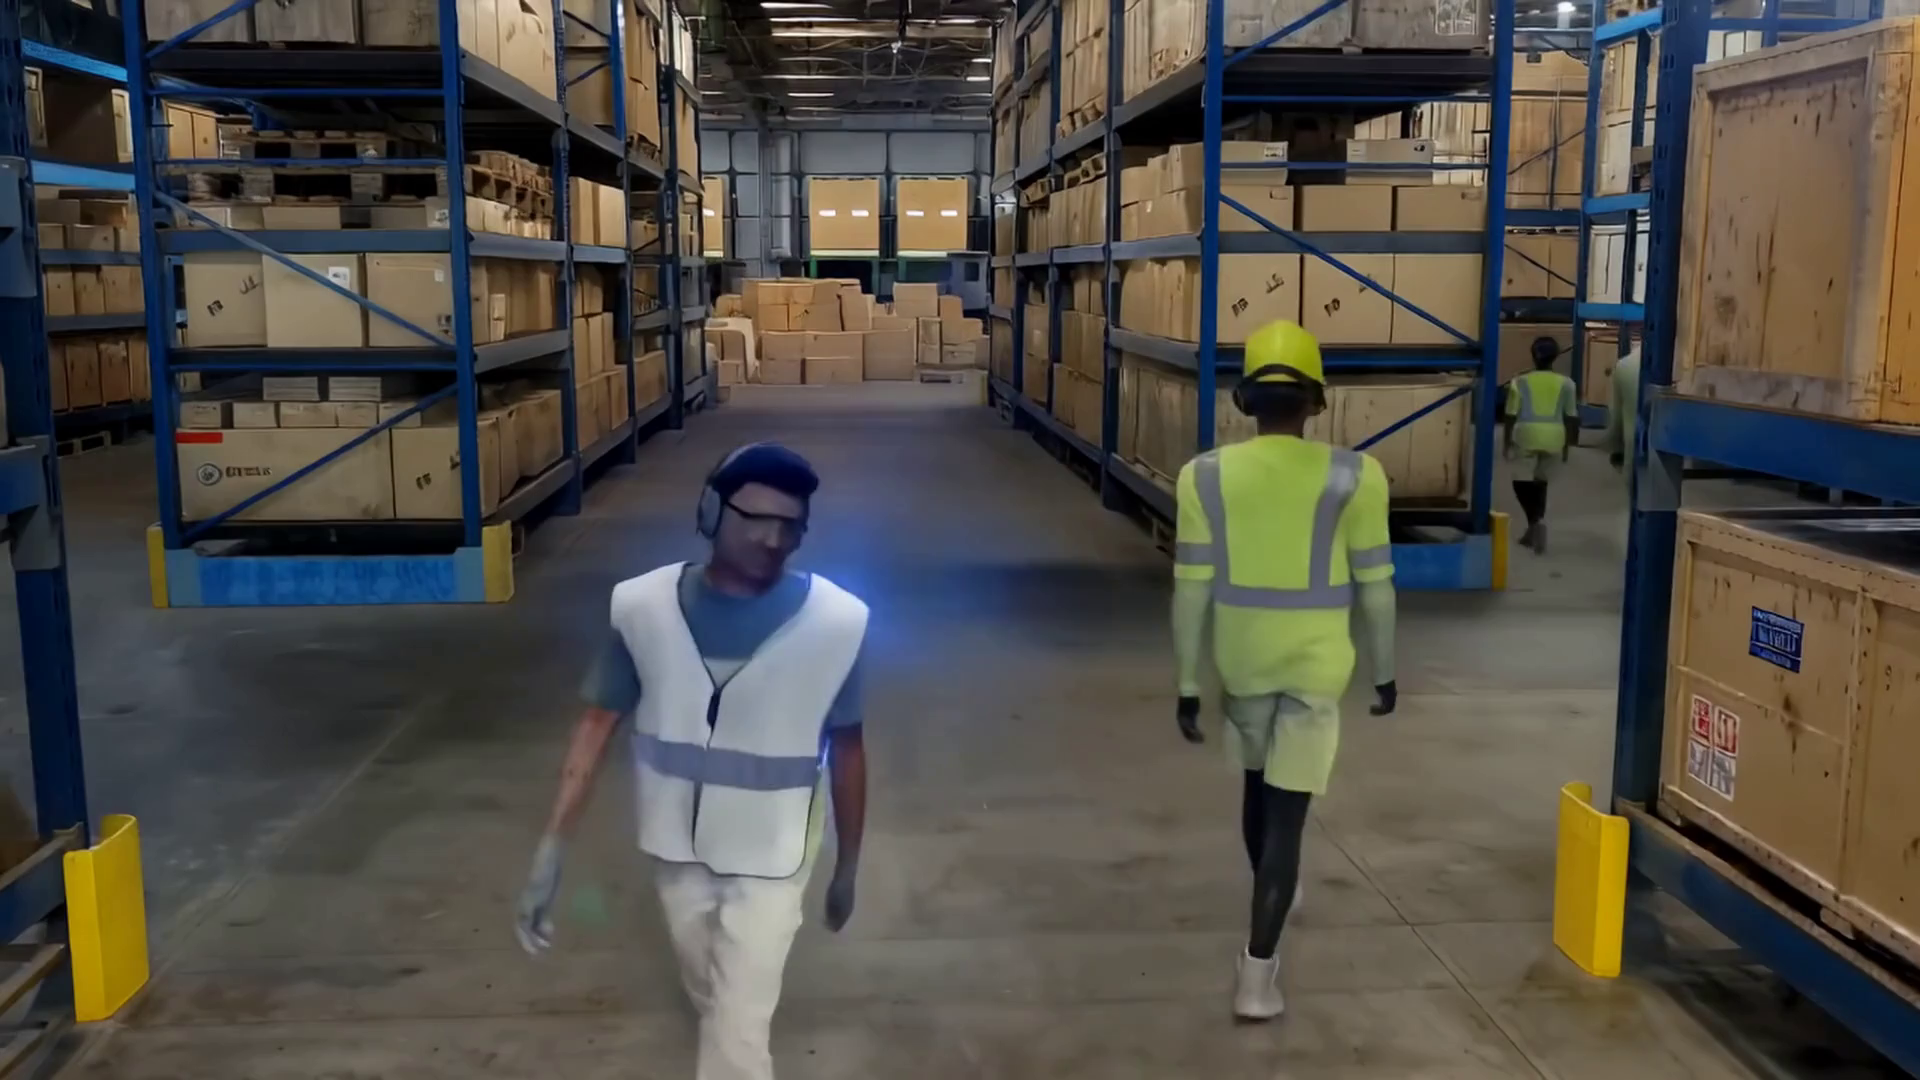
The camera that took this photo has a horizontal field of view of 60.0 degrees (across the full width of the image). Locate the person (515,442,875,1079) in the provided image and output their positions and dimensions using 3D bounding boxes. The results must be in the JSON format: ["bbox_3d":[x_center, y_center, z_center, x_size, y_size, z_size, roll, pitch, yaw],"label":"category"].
[{"bbox_3d":[-0.509,0.679,3.506,0.664,1.788,0.976,2,9,10],"label":"person"}]

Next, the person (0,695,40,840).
[{"bbox_3d":[-3.410,0.345,5.393,0.984,1.862,0.645,-1,9,-8],"label":"person"}]

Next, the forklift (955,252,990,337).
[{"bbox_3d":[0.345,-7.378,50.655,1.129,2.768,1.873,-2,9,-10],"label":"forklift"}]

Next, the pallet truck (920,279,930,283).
[{"bbox_3d":[-0.932,-8.922,63.114,1.885,1.965,0.823,2,9,13],"label":"pallet truck"}]

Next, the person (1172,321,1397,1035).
[{"bbox_3d":[0.940,0.363,4.886,0.611,1.993,1.073,5,10,27],"label":"person"}]

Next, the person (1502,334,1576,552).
[{"bbox_3d":[4.428,-0.730,12.683,0.538,1.672,0.696,0,9,0],"label":"person"}]

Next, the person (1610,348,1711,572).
[{"bbox_3d":[4.842,-0.644,11.457,0.640,1.890,0.652,8,12,41],"label":"person"}]
